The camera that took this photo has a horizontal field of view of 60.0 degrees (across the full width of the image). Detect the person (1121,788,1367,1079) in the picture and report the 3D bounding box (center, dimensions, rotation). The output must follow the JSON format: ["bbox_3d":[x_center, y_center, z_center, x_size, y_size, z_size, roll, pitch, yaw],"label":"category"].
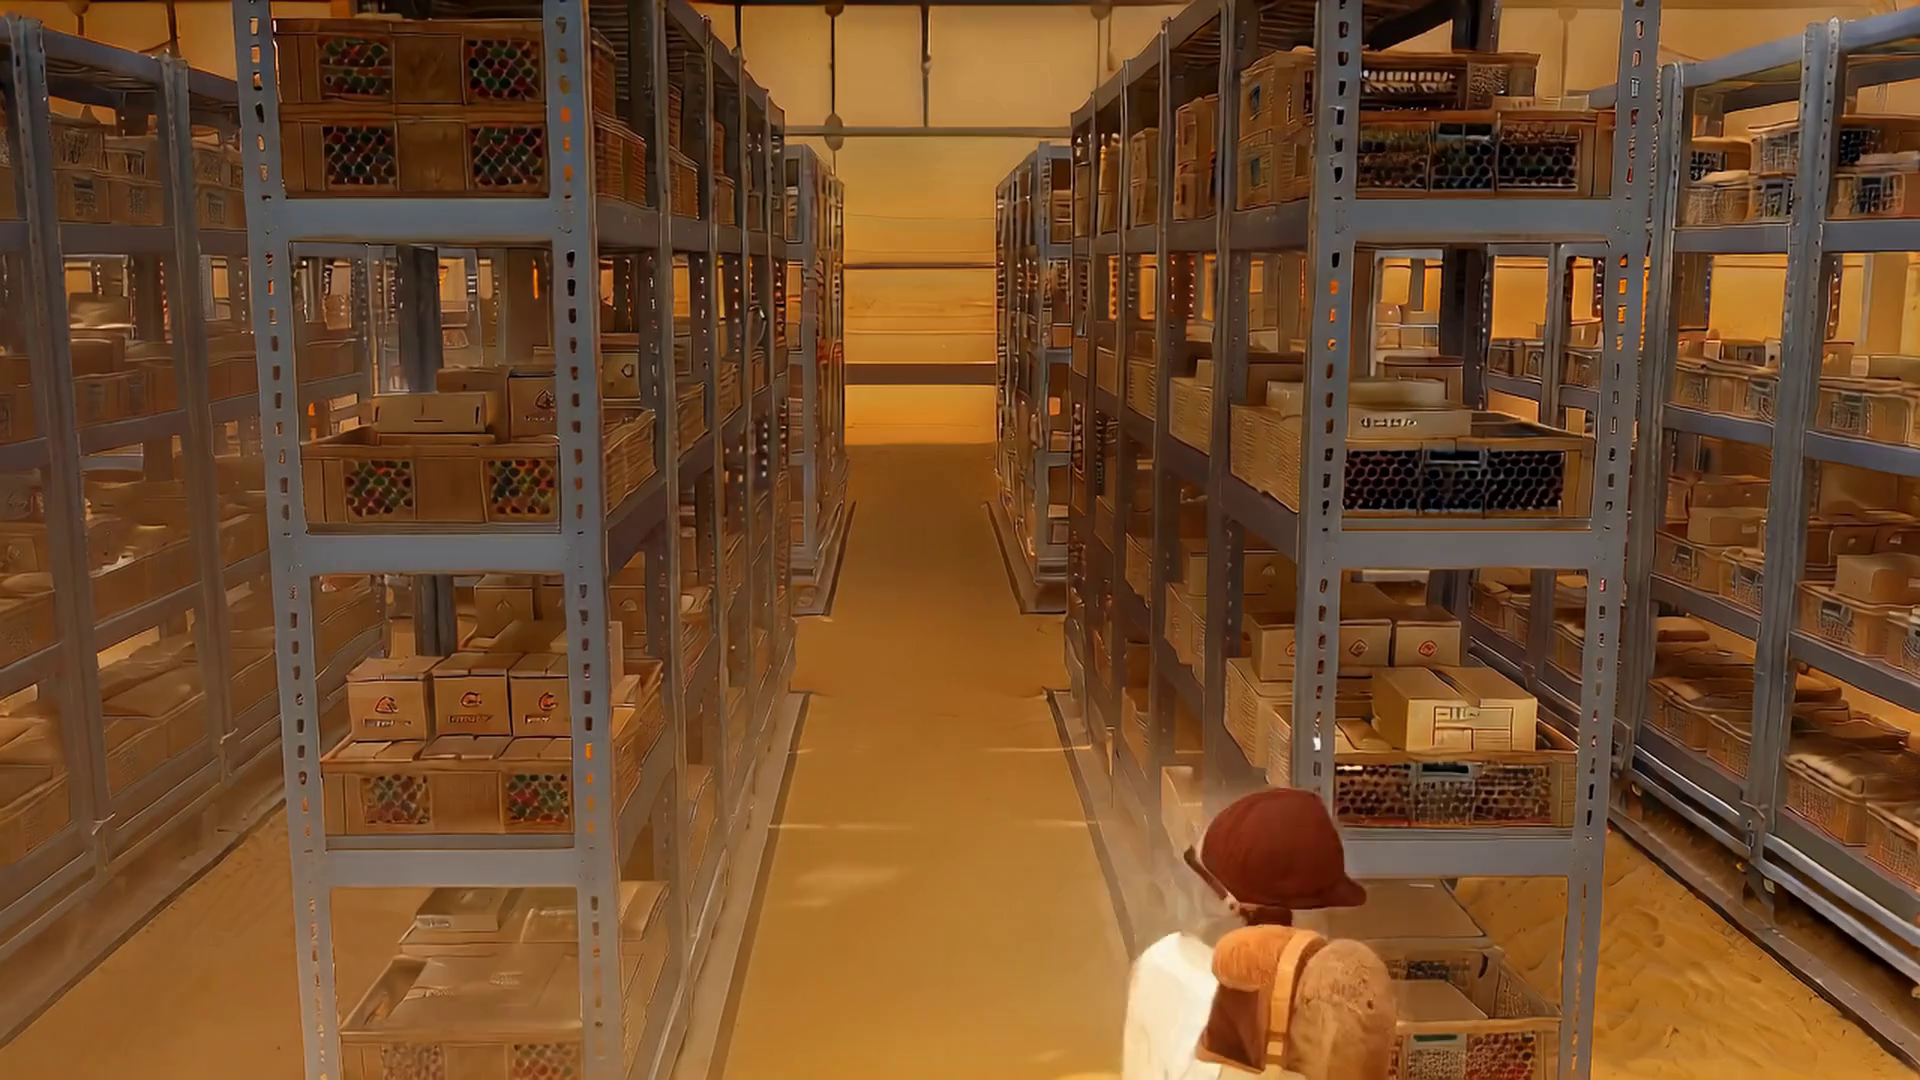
[{"bbox_3d":[0.536,1.310,2.955,0.620,1.800,0.609,-3,10,-15],"label":"person"}]

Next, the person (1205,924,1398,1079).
[{"bbox_3d":[0.419,1.404,2.103,0.400,1.903,0.645,1,9,5],"label":"person"}]
